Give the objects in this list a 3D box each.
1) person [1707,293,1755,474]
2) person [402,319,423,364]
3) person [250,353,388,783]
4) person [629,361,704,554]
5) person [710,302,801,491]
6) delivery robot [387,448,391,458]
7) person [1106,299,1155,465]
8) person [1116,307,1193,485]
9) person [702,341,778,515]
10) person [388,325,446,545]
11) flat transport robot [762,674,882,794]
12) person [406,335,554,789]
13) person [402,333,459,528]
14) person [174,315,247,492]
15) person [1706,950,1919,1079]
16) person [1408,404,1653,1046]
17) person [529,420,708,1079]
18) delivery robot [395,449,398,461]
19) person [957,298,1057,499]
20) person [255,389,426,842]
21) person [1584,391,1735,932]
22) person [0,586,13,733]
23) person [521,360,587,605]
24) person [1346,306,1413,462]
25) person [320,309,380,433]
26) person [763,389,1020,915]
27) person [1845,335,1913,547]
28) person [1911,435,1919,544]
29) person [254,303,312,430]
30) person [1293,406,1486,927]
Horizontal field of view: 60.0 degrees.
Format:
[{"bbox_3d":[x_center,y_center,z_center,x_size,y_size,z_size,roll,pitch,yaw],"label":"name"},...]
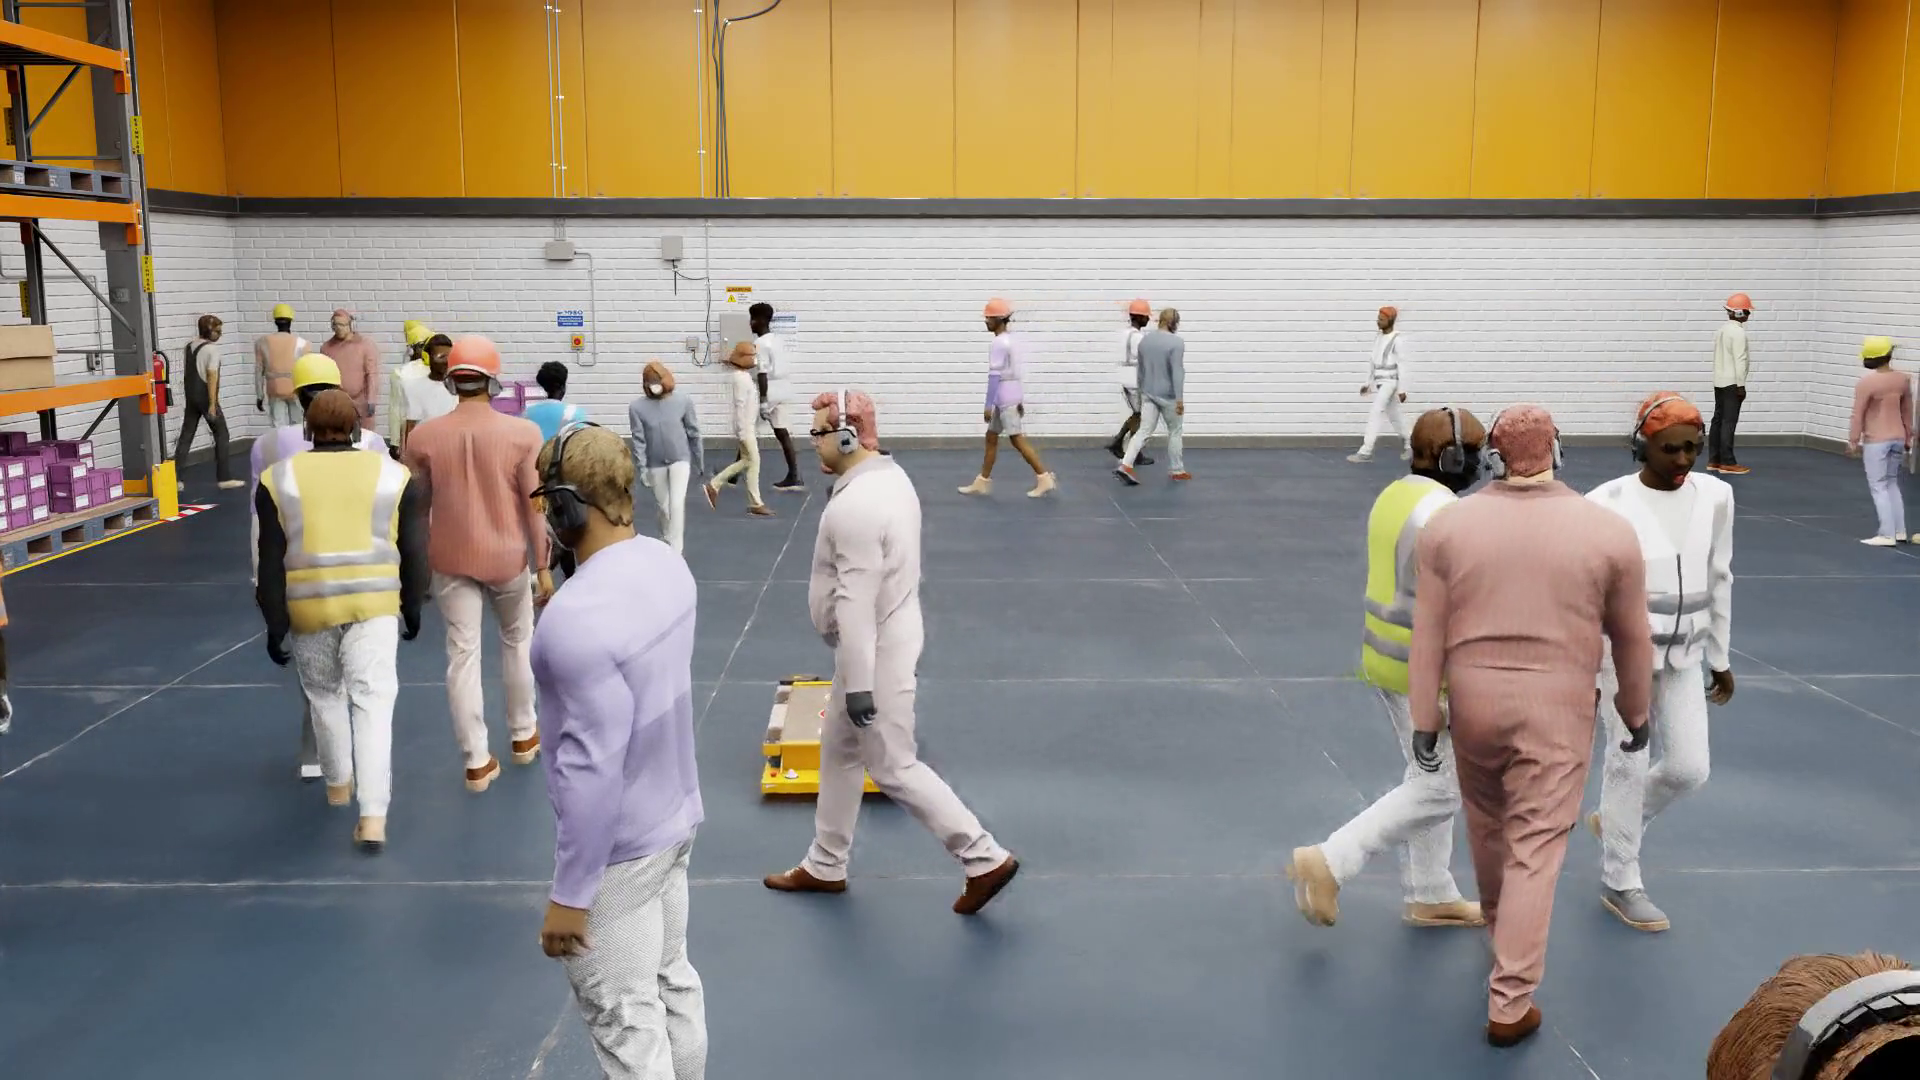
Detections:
[{"bbox_3d":[8.585,-1.738,18.506,0.379,1.996,0.601,0,9,1],"label":"person"},{"bbox_3d":[-6.179,-1.645,18.845,0.865,1.698,0.492,3,10,18],"label":"person"},{"bbox_3d":[-2.860,0.099,7.575,0.583,1.879,0.869,0,9,-1],"label":"person"},{"bbox_3d":[-2.202,-0.557,12.535,0.517,1.587,0.780,0,9,-3],"label":"person"},{"bbox_3d":[-2.072,-1.459,17.000,0.992,1.917,0.634,3,10,19],"label":"person"},{"bbox_3d":[-6.171,-0.816,16.973,0.707,0.478,0.477,-6,11,-32],"label":"delivery robot"},{"bbox_3d":[2.012,-1.811,19.164,0.433,1.925,0.578,-2,9,-10],"label":"person"},{"bbox_3d":[2.061,-1.507,17.492,0.991,1.878,0.693,-8,12,-42],"label":"person"},{"bbox_3d":[-2.039,-1.024,15.303,0.640,1.615,0.503,0,9,-2],"label":"person"},{"bbox_3d":[-4.347,-0.836,13.549,0.513,1.809,0.604,9,13,43],"label":"person"},{"bbox_3d":[-0.549,0.877,7.745,0.652,0.197,1.431,0,9,-3],"label":"flat transport robot"},{"bbox_3d":[-2.125,0.074,7.459,0.646,1.968,0.806,-1,9,-6],"label":"person"},{"bbox_3d":[-3.666,-0.532,11.626,0.518,1.836,0.907,-7,11,-36],"label":"person"},{"bbox_3d":[-7.790,-1.392,17.019,0.589,1.801,0.678,4,10,24],"label":"person"},{"bbox_3d":[0.617,1.184,1.105,0.637,1.825,0.551,0,9,1],"label":"person"},{"bbox_3d":[1.755,0.515,5.110,0.661,1.846,0.993,5,11,29],"label":"person"},{"bbox_3d":[-0.778,0.696,3.774,0.372,1.935,0.627,1,9,8],"label":"person"},{"bbox_3d":[-5.564,-0.886,17.403,0.477,0.478,0.707,8,12,39],"label":"delivery robot"},{"bbox_3d":[0.499,-1.394,16.438,1.047,1.998,0.624,3,10,16],"label":"person"},{"bbox_3d":[-2.477,0.292,6.718,0.636,1.789,0.973,-4,10,-21],"label":"person"},{"bbox_3d":[2.366,0.410,5.752,0.614,1.864,0.529,-2,9,-10],"label":"person"},{"bbox_3d":[-3.505,0.534,5.621,0.870,1.650,0.537,6,11,33],"label":"person"},{"bbox_3d":[-2.734,-0.361,11.120,0.551,1.660,0.718,4,10,24],"label":"person"},{"bbox_3d":[5.059,-1.831,19.594,0.992,1.840,0.579,-1,9,-9],"label":"person"},{"bbox_3d":[-6.261,-1.452,17.157,0.629,1.866,0.937,0,9,0],"label":"person"},{"bbox_3d":[-0.244,0.395,5.843,0.912,1.868,0.665,1,9,8],"label":"person"},{"bbox_3d":[7.530,-0.803,13.595,0.564,1.733,0.404,-3,10,-19],"label":"person"},{"bbox_3d":[8.149,-0.961,13.602,0.682,2.000,0.533,0,9,-2],"label":"person"},{"bbox_3d":[-7.267,-1.589,17.893,0.607,1.899,0.688,-3,10,-18],"label":"person"},{"bbox_3d":[1.492,0.460,5.595,0.685,1.820,0.636,-1,9,-5],"label":"person"}]
